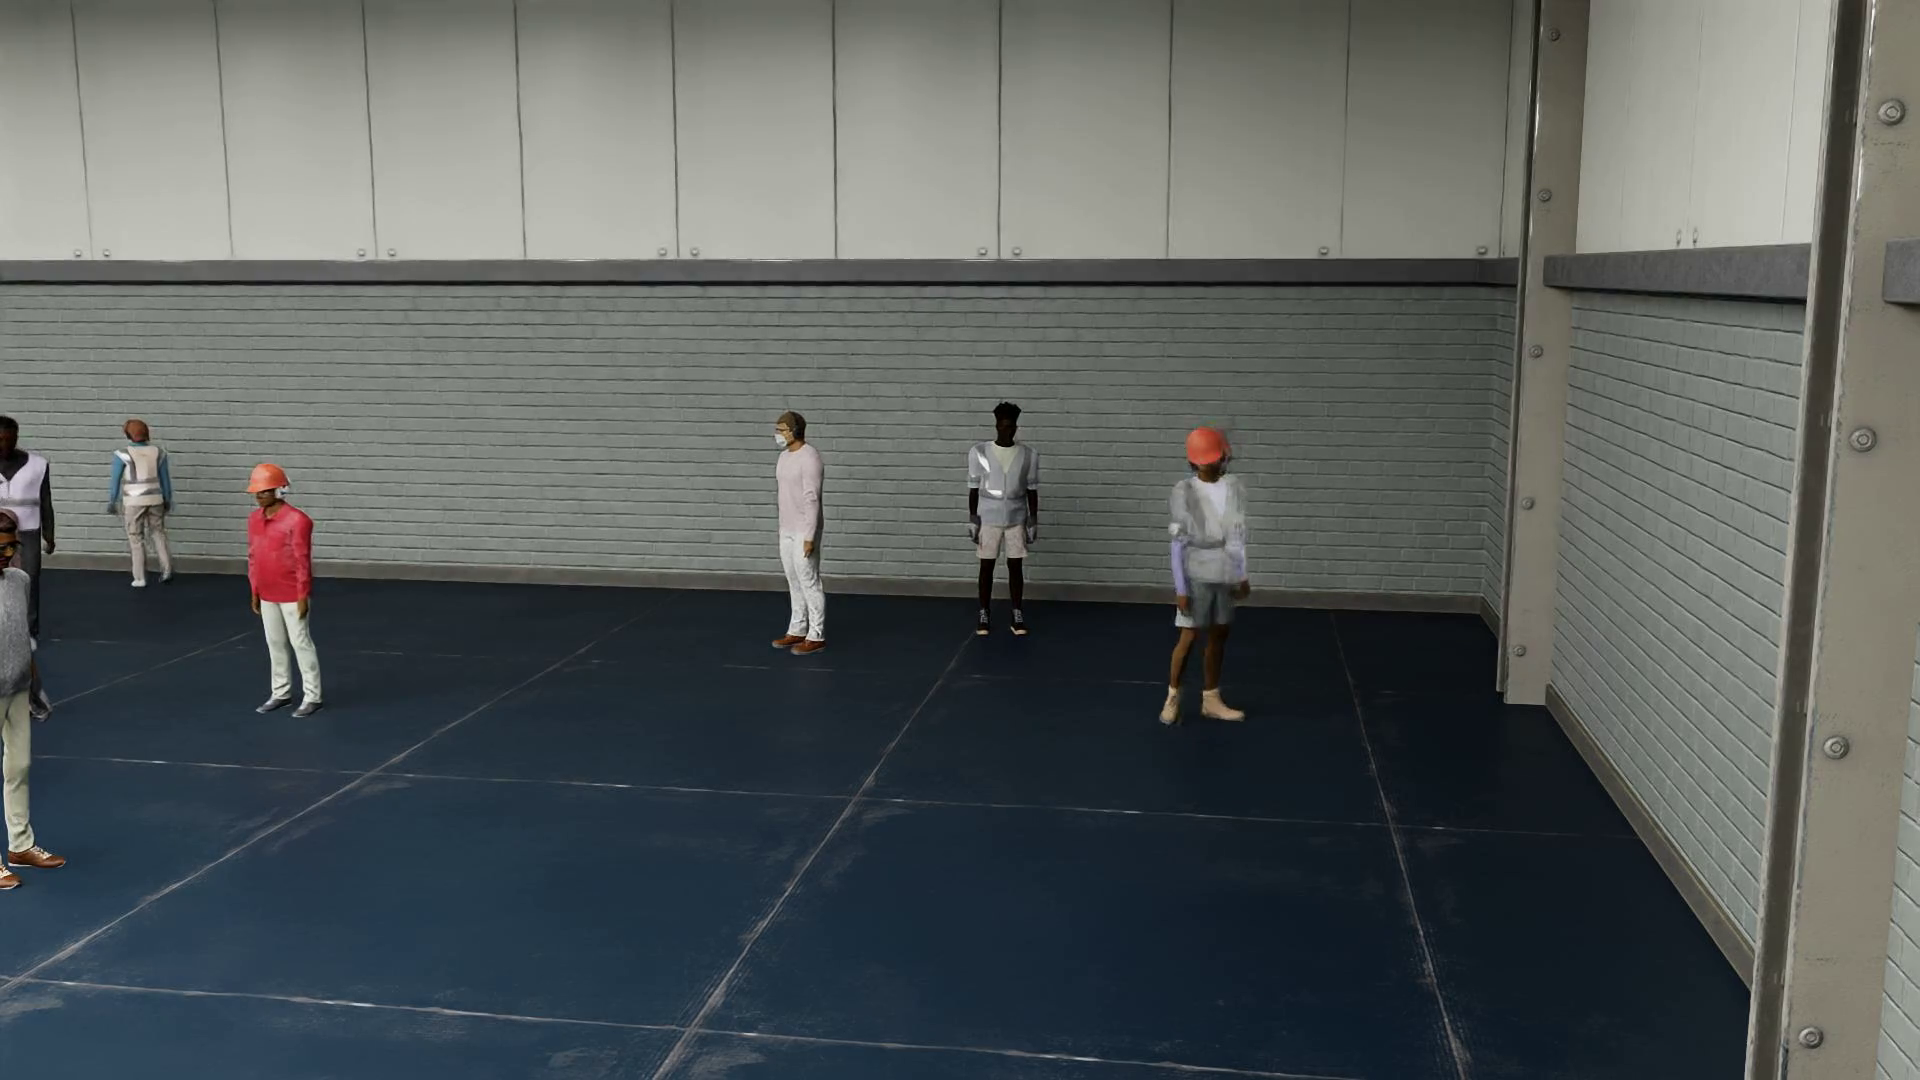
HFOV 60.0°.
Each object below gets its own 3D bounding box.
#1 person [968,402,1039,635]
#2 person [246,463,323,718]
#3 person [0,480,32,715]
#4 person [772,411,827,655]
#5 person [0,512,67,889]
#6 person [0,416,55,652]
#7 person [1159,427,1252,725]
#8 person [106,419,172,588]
[{"bbox_3d":[0.361,-0.176,13.846,0.602,1.960,0.372,-1,9,-6],"label":"person"},{"bbox_3d":[-4.634,0.341,11.312,0.566,1.742,0.356,5,10,26],"label":"person"},{"bbox_3d":[-6.479,0.361,11.105,0.298,1.772,0.533,2,9,9],"label":"person"},{"bbox_3d":[-1.280,-0.061,13.214,0.383,1.934,0.633,-5,11,-30],"label":"person"},{"bbox_3d":[-4.748,0.777,8.255,0.329,1.865,0.509,2,9,13],"label":"person"},{"bbox_3d":[-7.648,-0.077,13.458,0.592,1.887,0.850,-4,10,-25],"label":"person"},{"bbox_3d":[1.632,0.252,11.089,0.698,2.002,0.458,-6,11,-35],"label":"person"},{"bbox_3d":[-7.832,-0.345,15.901,0.384,1.630,0.536,7,11,35],"label":"person"}]
